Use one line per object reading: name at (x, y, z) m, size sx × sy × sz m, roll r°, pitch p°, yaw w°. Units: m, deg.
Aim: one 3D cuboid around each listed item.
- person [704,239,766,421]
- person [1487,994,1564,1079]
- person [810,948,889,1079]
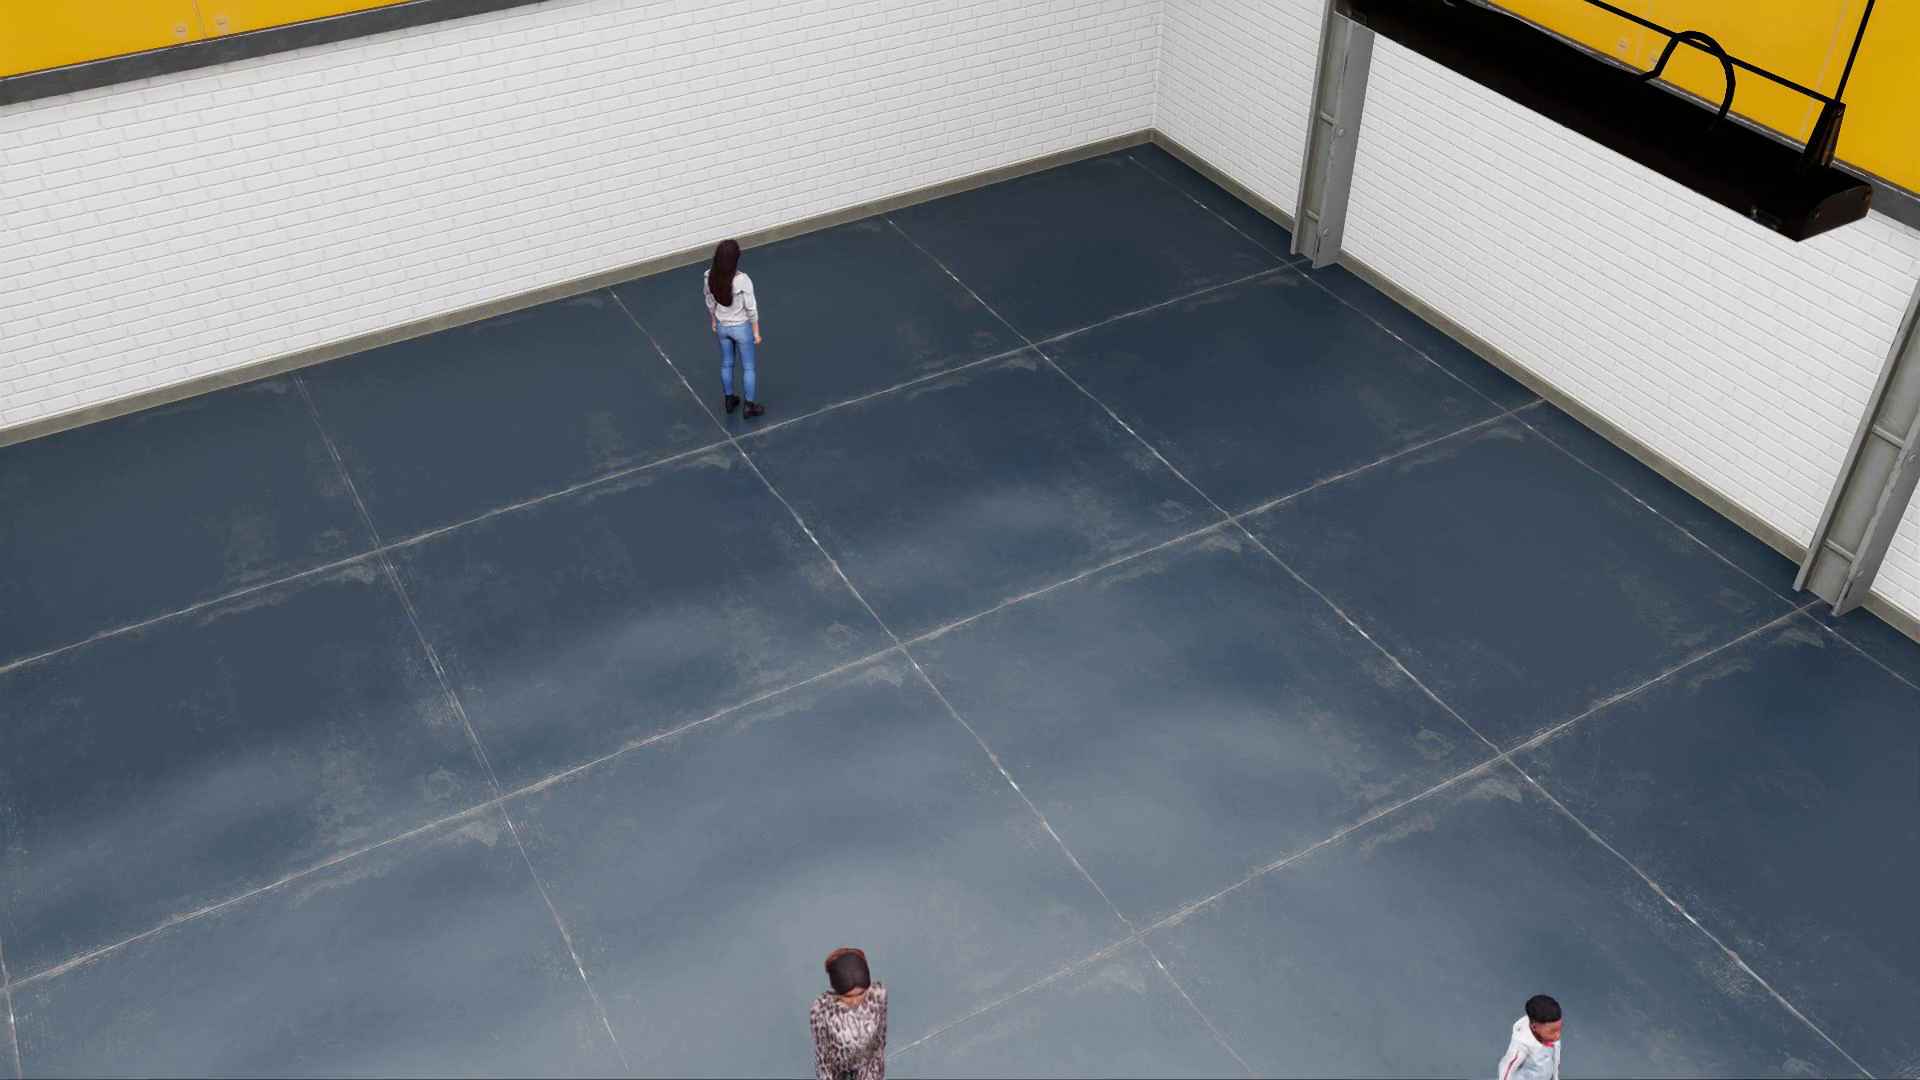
person at (-1.892, -1.767, 13.942) m, size 0.670 × 1.633 × 0.757 m, roll 13°, pitch 40°, yaw 16°
person at (2.889, 2.726, 8.624) m, size 0.571 × 1.248 × 0.896 m, roll -27°, pitch 46°, yaw -29°
person at (-0.585, 2.583, 8.458) m, size 0.801 × 1.678 × 1.190 m, roll -8°, pitch 39°, yaw -10°
